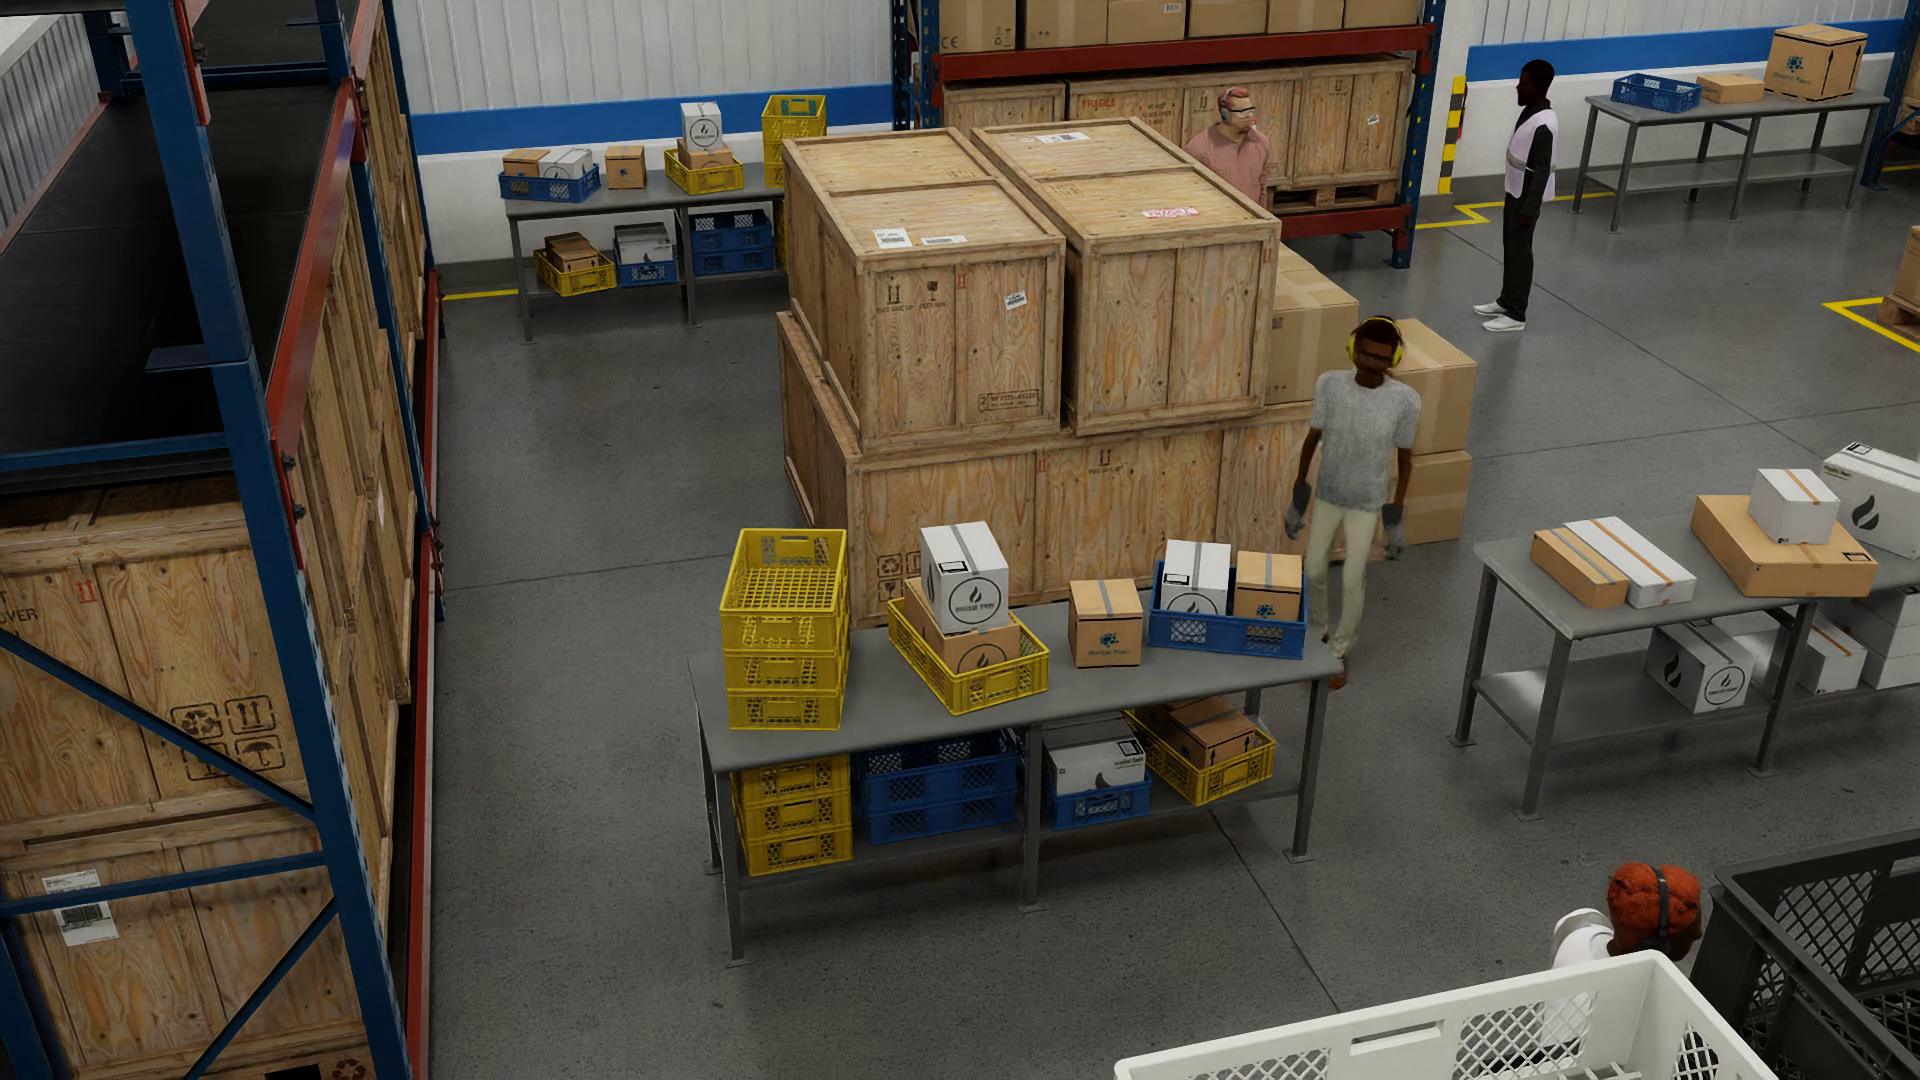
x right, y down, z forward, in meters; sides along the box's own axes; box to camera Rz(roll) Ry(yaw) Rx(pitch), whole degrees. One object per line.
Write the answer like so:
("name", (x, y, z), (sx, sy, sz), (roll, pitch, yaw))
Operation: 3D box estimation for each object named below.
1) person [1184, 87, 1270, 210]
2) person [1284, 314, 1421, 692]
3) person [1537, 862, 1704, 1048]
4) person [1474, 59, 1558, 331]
("person", (1.782, -2.074, 11.165), (0.642, 1.913, 0.409), (-12, 31, -20))
("person", (1.812, -0.171, 7.766), (0.546, 1.876, 0.345), (16, 33, 26))
("person", (1.690, 1.628, 4.475), (0.355, 1.883, 0.575), (-1, 29, -1))
("person", (4.011, -2.439, 11.822), (0.375, 1.915, 0.597), (3, 29, 5))
